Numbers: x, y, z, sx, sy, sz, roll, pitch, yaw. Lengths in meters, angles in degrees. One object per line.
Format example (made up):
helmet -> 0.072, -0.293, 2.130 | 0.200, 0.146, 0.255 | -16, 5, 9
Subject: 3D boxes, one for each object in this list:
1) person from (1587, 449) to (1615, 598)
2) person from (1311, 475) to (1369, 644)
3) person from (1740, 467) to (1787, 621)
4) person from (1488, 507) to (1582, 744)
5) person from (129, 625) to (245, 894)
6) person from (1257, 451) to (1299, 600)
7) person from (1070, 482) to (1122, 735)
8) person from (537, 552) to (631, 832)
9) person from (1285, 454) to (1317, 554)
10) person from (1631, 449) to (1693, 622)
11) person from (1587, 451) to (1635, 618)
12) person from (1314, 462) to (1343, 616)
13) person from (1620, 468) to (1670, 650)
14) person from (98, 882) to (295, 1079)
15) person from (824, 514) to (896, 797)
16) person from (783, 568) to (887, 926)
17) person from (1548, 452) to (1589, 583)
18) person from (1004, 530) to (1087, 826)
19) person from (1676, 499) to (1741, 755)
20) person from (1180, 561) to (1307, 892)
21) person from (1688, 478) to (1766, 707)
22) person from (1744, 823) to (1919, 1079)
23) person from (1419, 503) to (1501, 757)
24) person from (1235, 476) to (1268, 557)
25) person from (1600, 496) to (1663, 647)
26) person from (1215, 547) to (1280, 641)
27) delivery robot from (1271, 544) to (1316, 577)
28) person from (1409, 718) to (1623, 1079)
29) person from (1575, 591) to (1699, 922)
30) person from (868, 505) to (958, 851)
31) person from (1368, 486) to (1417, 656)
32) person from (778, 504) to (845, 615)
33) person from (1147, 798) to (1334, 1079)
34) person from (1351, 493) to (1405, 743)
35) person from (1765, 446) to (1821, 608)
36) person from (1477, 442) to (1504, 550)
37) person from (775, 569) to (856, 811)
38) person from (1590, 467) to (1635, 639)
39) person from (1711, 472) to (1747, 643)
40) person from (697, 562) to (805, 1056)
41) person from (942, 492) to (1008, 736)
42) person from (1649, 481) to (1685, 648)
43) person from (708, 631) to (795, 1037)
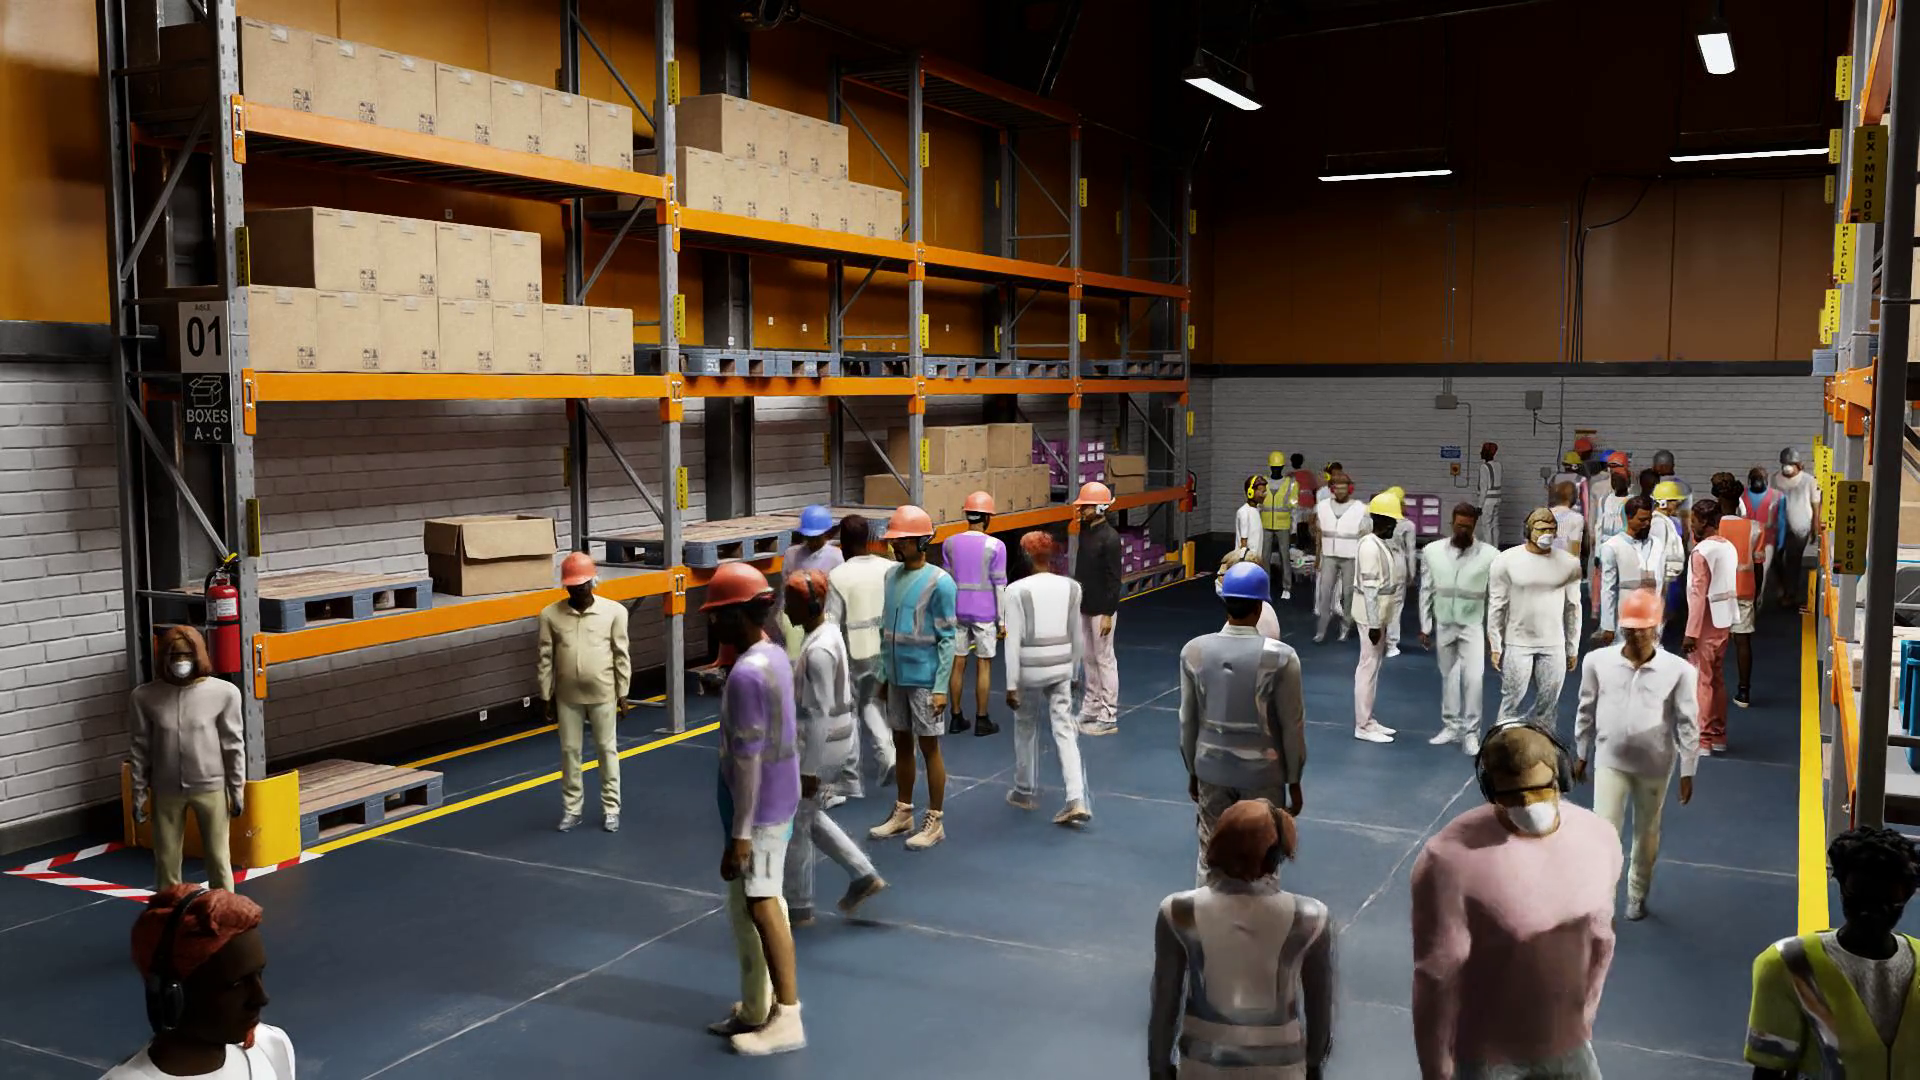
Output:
person -> 8.239, -0.186, 21.239 | 0.416, 1.939, 0.604 | -1, 5, -11
person -> 3.976, 0.219, 17.550 | 0.598, 1.804, 0.838 | 3, 6, 28
person -> 9.379, 0.035, 19.646 | 0.645, 1.794, 0.978 | 4, 6, 35
person -> 3.946, 0.732, 11.428 | 0.635, 1.932, 0.363 | 0, 5, 2
person -> -3.667, 1.208, 7.905 | 0.504, 1.628, 0.280 | -1, 5, -15
person -> 4.053, -0.185, 21.361 | 0.583, 1.917, 0.404 | 2, 6, 23
person -> 1.069, 0.536, 13.157 | 0.380, 1.995, 0.611 | -2, 6, -20
person -> -2.318, 0.934, 10.243 | 0.572, 1.739, 0.354 | 0, 5, -3
person -> 5.448, -0.555, 26.727 | 0.572, 1.642, 0.815 | -1, 5, -11
person -> 8.144, -0.058, 19.297 | 0.694, 2.000, 0.753 | 3, 6, 31
person -> 7.679, -0.048, 19.511 | 0.410, 1.986, 0.619 | -5, 7, -44
person -> 4.440, -0.005, 19.753 | 0.543, 1.847, 0.585 | -4, 6, -35
person -> 7.062, 0.212, 17.159 | 0.602, 1.899, 0.535 | -2, 6, -25
person -> -1.371, 1.541, 2.995 | 0.351, 1.878, 0.568 | 1, 5, 15
person -> -0.675, 0.773, 11.062 | 0.455, 1.901, 0.620 | 5, 7, 44
person -> -0.715, 1.051, 8.378 | 0.621, 1.853, 0.620 | 0, 5, -2
person -> 8.494, -0.313, 23.176 | 0.404, 1.829, 0.591 | -4, 7, -38
person -> 0.555, 0.861, 10.517 | 0.599, 1.847, 0.941 | -2, 6, -23
person -> 5.594, 0.650, 12.422 | 0.409, 1.907, 0.598 | 5, 7, 44
person -> 1.304, 1.070, 7.667 | 0.603, 1.946, 0.389 | 3, 6, 31
person -> 6.548, 0.452, 14.203 | 0.601, 1.967, 0.369 | 1, 5, 7
person -> 2.198, 1.524, 4.094 | 0.537, 1.697, 0.320 | 0, 5, 2
person -> 3.752, 0.659, 12.494 | 0.600, 1.881, 0.650 | 3, 6, 29
person -> 2.926, 0.279, 16.681 | 0.335, 1.855, 0.533 | 2, 6, 22
person -> 5.188, 0.606, 12.886 | 0.600, 1.908, 0.396 | -3, 6, -27
person -> 1.435, 1.001, 8.449 | 0.372, 1.940, 0.630 | 2, 6, 17
delivery robot -> 4.577, 0.294, 22.923 | 0.477, 0.478, 0.707 | -3, 6, -31
person -> 1.481, 1.388, 4.495 | 0.650, 1.897, 0.514 | -1, 5, -13
person -> 3.367, 1.117, 8.322 | 0.594, 1.713, 0.851 | 3, 6, 27
person -> -0.288, 0.814, 9.910 | 0.375, 2.044, 0.605 | -5, 7, -44
person -> 4.394, 0.318, 16.917 | 0.503, 1.726, 0.402 | 3, 6, 29
person -> -1.001, 0.667, 12.268 | 0.643, 1.899, 0.827 | 3, 6, 26
person -> 0.791, 1.524, 4.697 | 0.511, 1.588, 0.865 | 1, 5, 11
person -> 3.240, 0.595, 12.907 | 0.383, 1.921, 0.586 | 2, 6, 21
person -> 10.365, -0.197, 20.799 | 0.687, 2.000, 0.768 | 4, 7, 38
person -> 8.094, -0.554, 25.483 | 0.355, 1.883, 0.575 | 5, 7, 43
person -> -0.933, 0.976, 10.489 | 0.528, 1.603, 0.750 | 4, 7, 40
person -> 7.092, 0.159, 17.883 | 0.403, 1.893, 0.595 | -4, 7, -38
person -> 8.177, 0.185, 17.816 | 0.429, 1.833, 0.636 | 4, 6, 35
person -> -0.868, 1.103, 6.917 | 0.439, 2.027, 0.630 | 0, 5, 2
person -> 0.130, 0.581, 13.074 | 0.549, 1.924, 0.391 | 2, 6, 25
person -> 6.769, 0.346, 16.050 | 0.404, 1.833, 0.591 | 2, 6, 23
person -> -0.893, 1.224, 7.105 | 0.349, 1.740, 0.574 | 1, 5, 14
